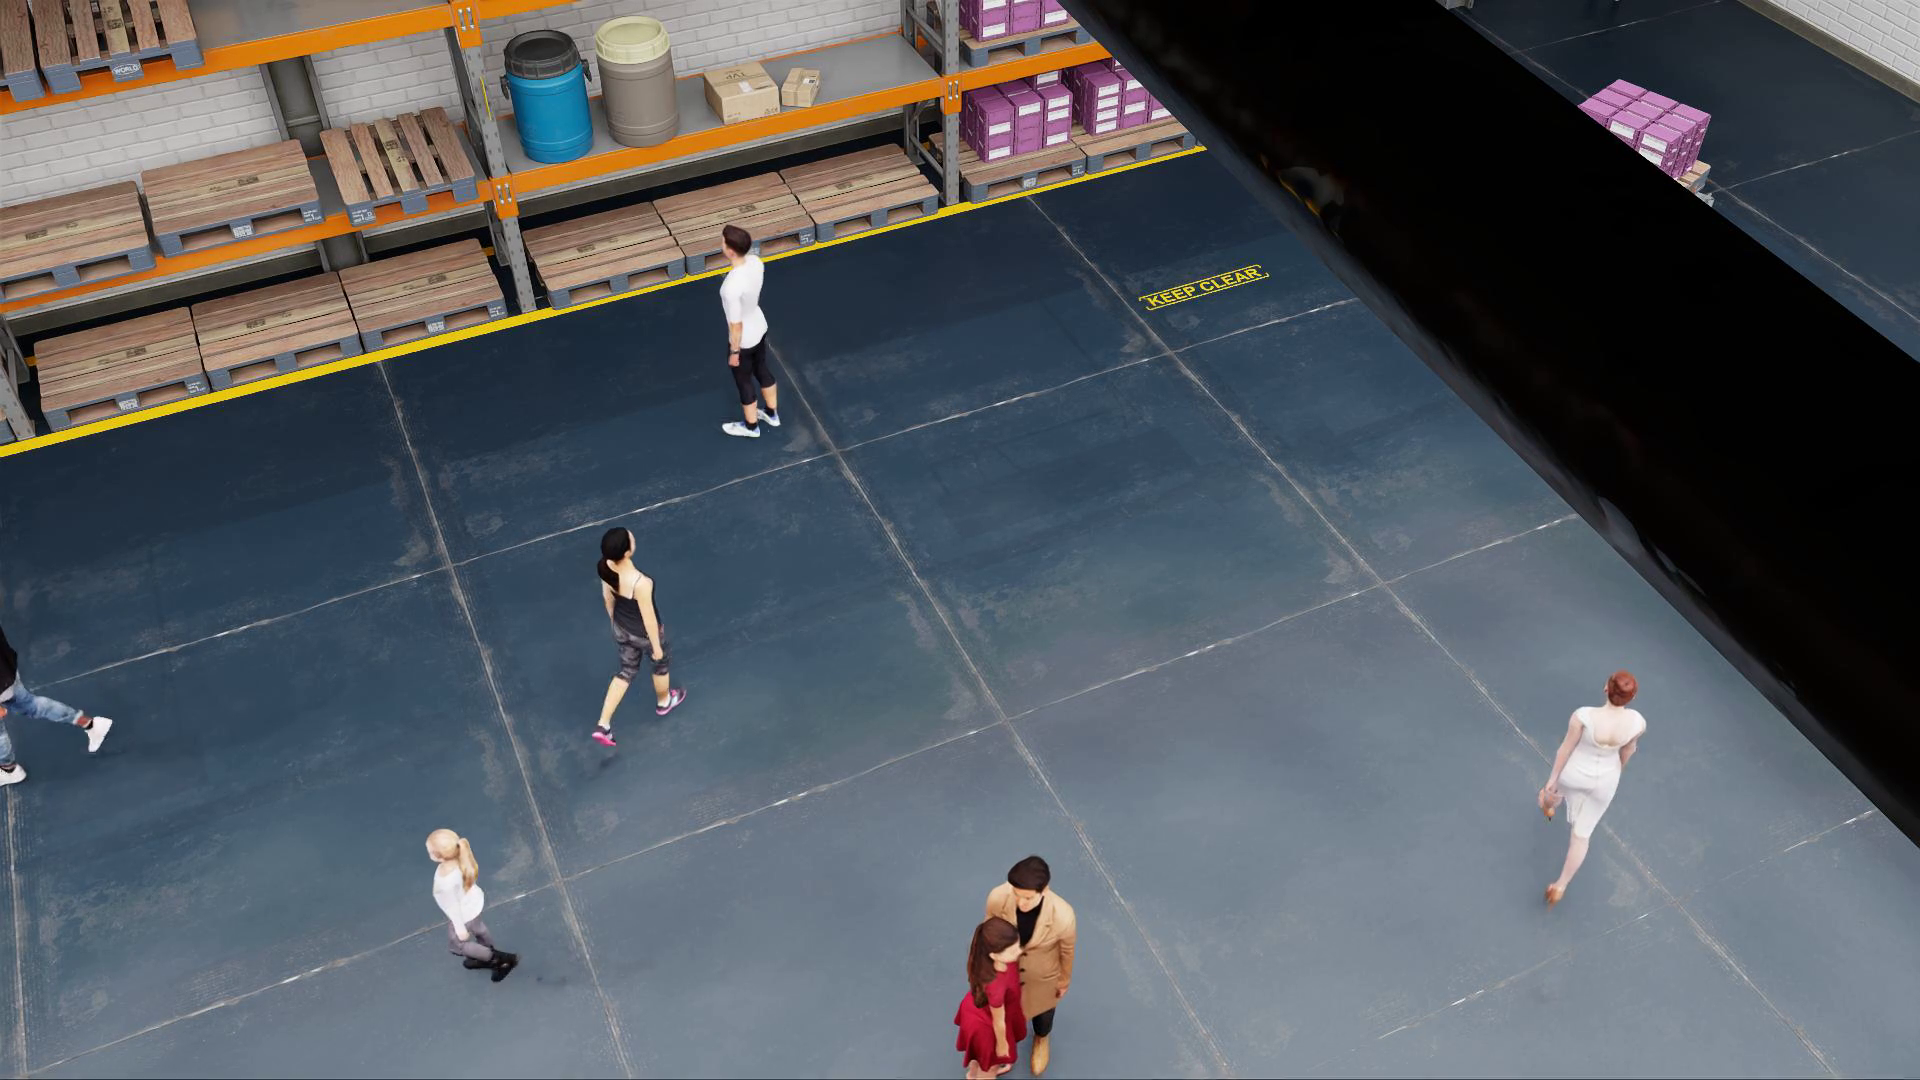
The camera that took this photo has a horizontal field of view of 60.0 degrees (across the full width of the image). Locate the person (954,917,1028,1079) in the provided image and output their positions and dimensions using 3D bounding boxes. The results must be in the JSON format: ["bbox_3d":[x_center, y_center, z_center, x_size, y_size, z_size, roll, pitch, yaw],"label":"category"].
[{"bbox_3d":[0.158,2.431,8.528,0.675,1.551,0.615,-6,44,-7],"label":"person"}]

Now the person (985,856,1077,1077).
[{"bbox_3d":[0.359,2.182,8.663,0.757,1.726,0.817,14,45,14],"label":"person"}]

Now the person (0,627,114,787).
[{"bbox_3d":[-5.792,0.803,10.067,1.153,1.786,0.805,-11,45,-11],"label":"person"}]

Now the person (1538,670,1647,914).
[{"bbox_3d":[3.538,1.452,9.410,1.066,1.753,1.055,9,44,9],"label":"person"}]

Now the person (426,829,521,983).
[{"bbox_3d":[-2.669,2.021,9.161,0.668,1.272,0.600,-2,44,-2],"label":"person"}]

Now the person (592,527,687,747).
[{"bbox_3d":[-2.066,0.626,10.312,0.891,1.705,1.084,25,49,24],"label":"person"}]

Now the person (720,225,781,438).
[{"bbox_3d":[-1.575,-1.552,12.488,0.859,1.855,0.800,14,45,14],"label":"person"}]
